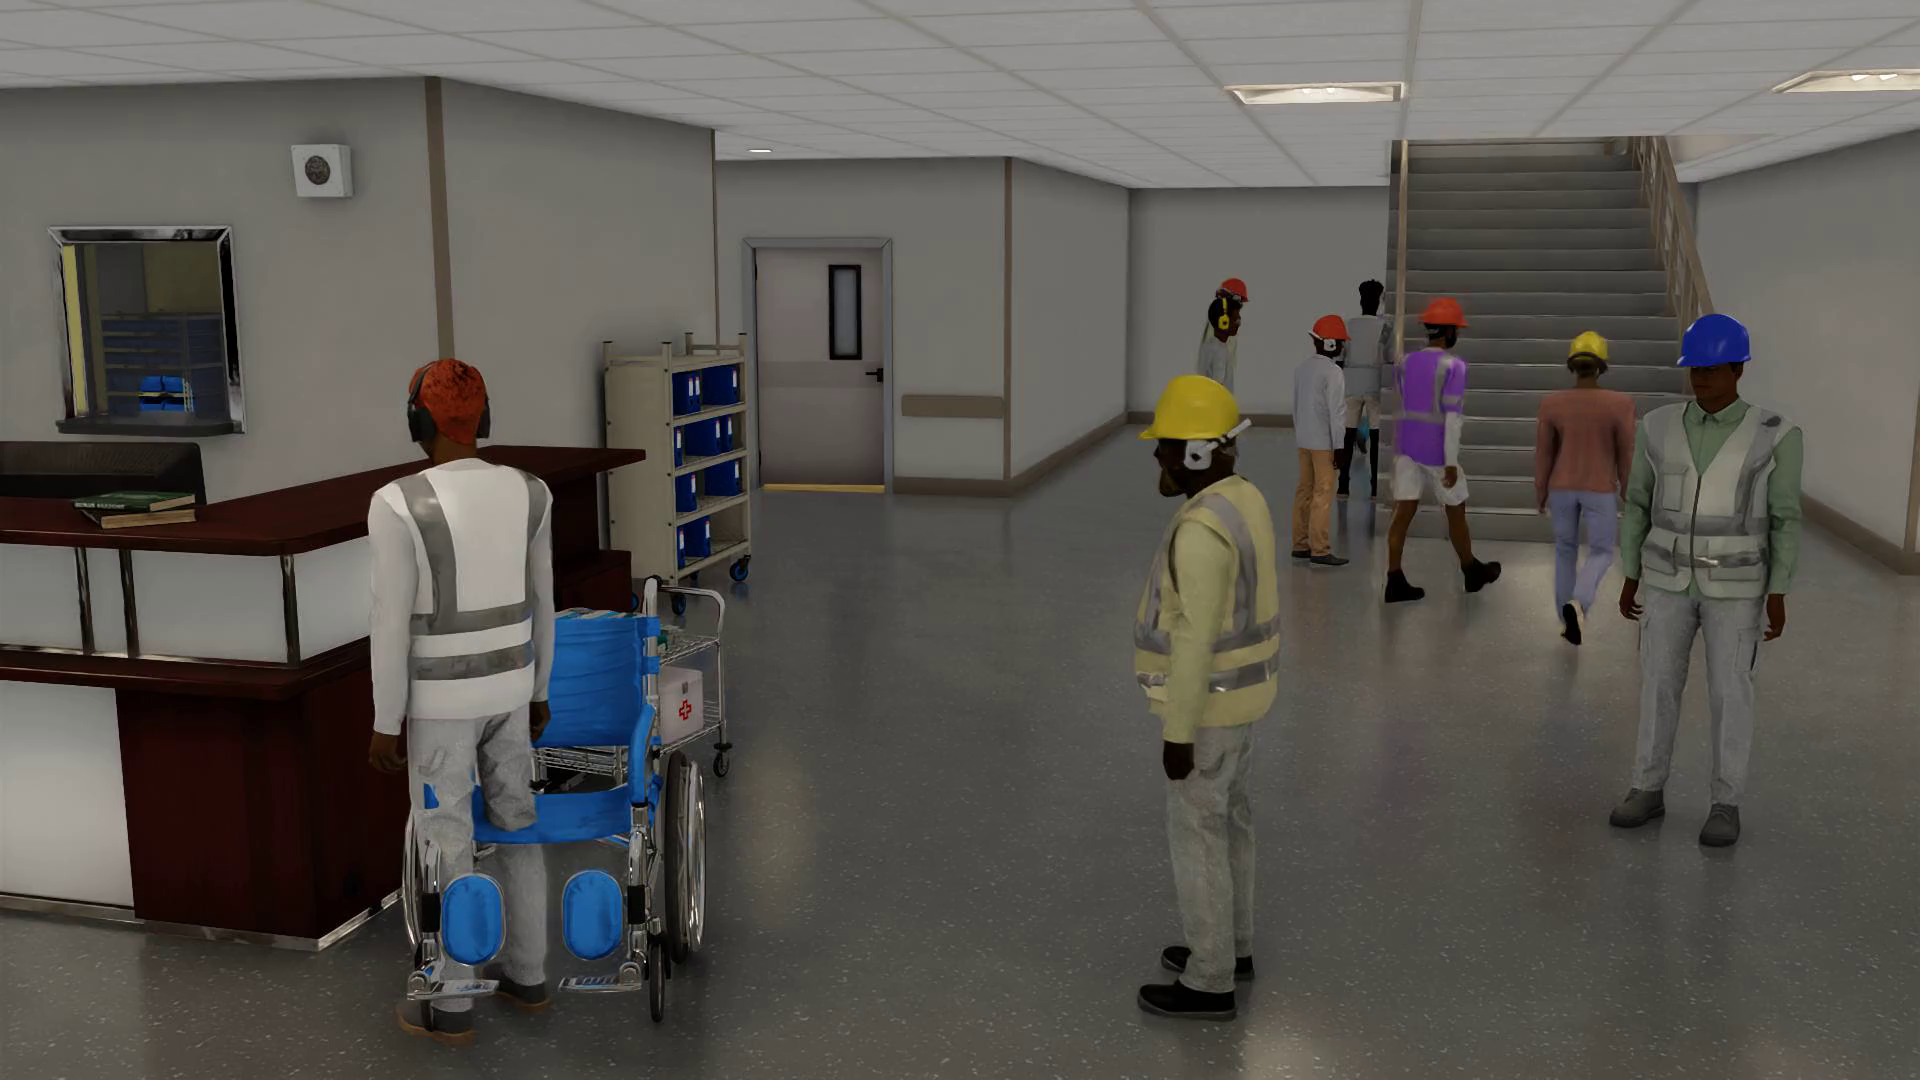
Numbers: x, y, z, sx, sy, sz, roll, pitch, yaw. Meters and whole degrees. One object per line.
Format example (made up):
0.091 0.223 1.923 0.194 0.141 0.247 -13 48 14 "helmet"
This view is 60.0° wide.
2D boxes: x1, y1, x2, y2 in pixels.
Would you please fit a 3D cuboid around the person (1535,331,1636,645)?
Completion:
3.437 -0.280 9.205 0.539 1.747 0.650 7 12 34 "person"

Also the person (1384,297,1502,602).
3.044 -0.568 10.476 0.947 1.892 0.574 -6 11 -31 "person"

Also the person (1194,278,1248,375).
2.375 -1.386 15.121 0.479 1.969 0.680 -1 10 -8 "person"

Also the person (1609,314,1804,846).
2.731 0.147 6.118 0.616 1.945 0.404 8 13 41 "person"

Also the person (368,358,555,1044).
-1.360 0.440 4.614 0.351 1.879 0.580 7 12 36 "person"

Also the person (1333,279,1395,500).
3.622 -1.334 14.813 0.599 1.955 0.368 4 11 24 "person"

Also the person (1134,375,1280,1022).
0.696 0.446 4.743 0.404 1.825 0.602 4 10 21 "person"

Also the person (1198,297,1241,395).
1.872 -0.826 12.115 0.324 1.865 0.512 0 10 0 "person"

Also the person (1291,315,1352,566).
2.554 -0.700 11.677 0.343 1.749 0.573 -3 10 -18 "person"
